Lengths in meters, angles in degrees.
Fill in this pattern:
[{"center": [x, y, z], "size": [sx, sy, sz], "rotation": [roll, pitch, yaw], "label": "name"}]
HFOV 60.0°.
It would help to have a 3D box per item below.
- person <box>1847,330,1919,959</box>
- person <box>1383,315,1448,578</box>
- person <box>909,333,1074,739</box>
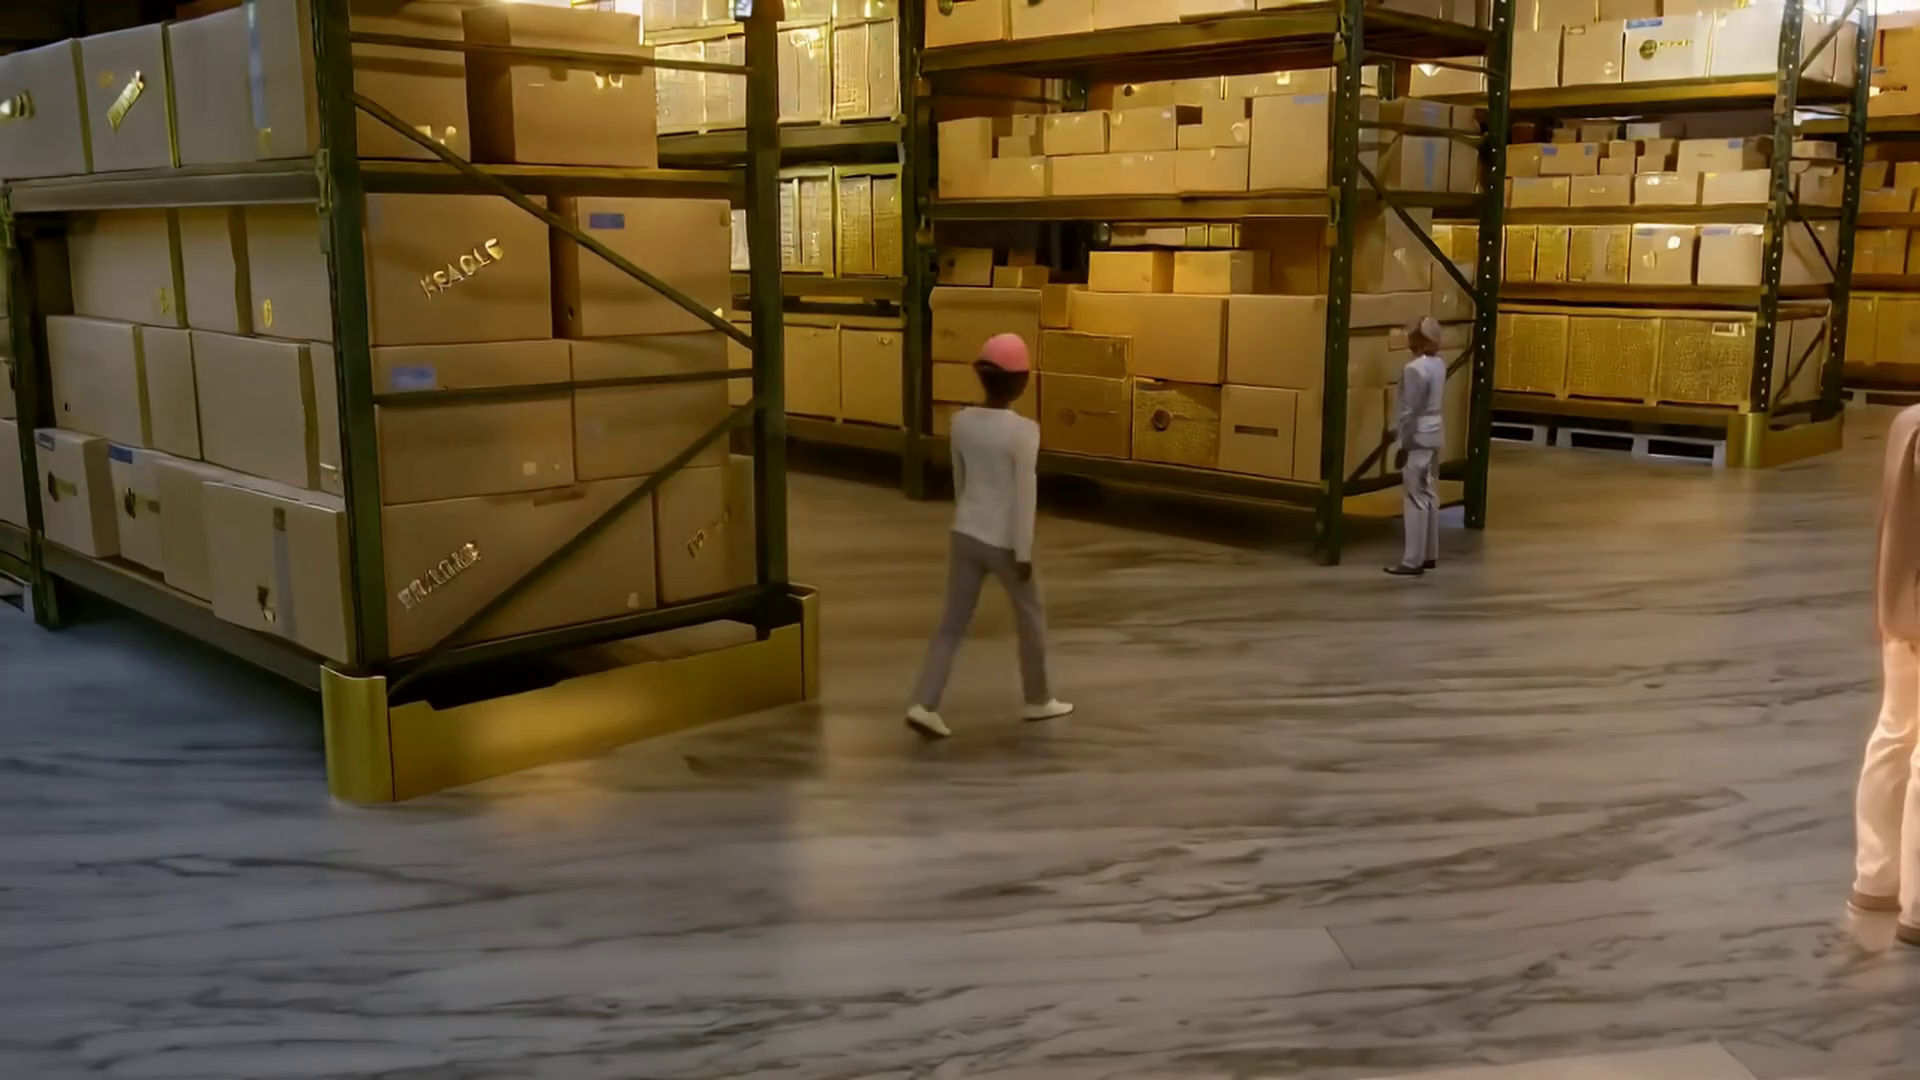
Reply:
[{"center": [2.929, 0.245, 4.932], "size": [0.375, 1.995, 0.611], "rotation": [1, 10, 4], "label": "person"}, {"center": [2.878, -0.584, 10.415], "size": [0.307, 1.644, 0.514], "rotation": [7, 13, 34], "label": "person"}, {"center": [0.110, -0.013, 7.086], "size": [0.535, 1.729, 0.883], "rotation": [10, 14, 43], "label": "person"}]
